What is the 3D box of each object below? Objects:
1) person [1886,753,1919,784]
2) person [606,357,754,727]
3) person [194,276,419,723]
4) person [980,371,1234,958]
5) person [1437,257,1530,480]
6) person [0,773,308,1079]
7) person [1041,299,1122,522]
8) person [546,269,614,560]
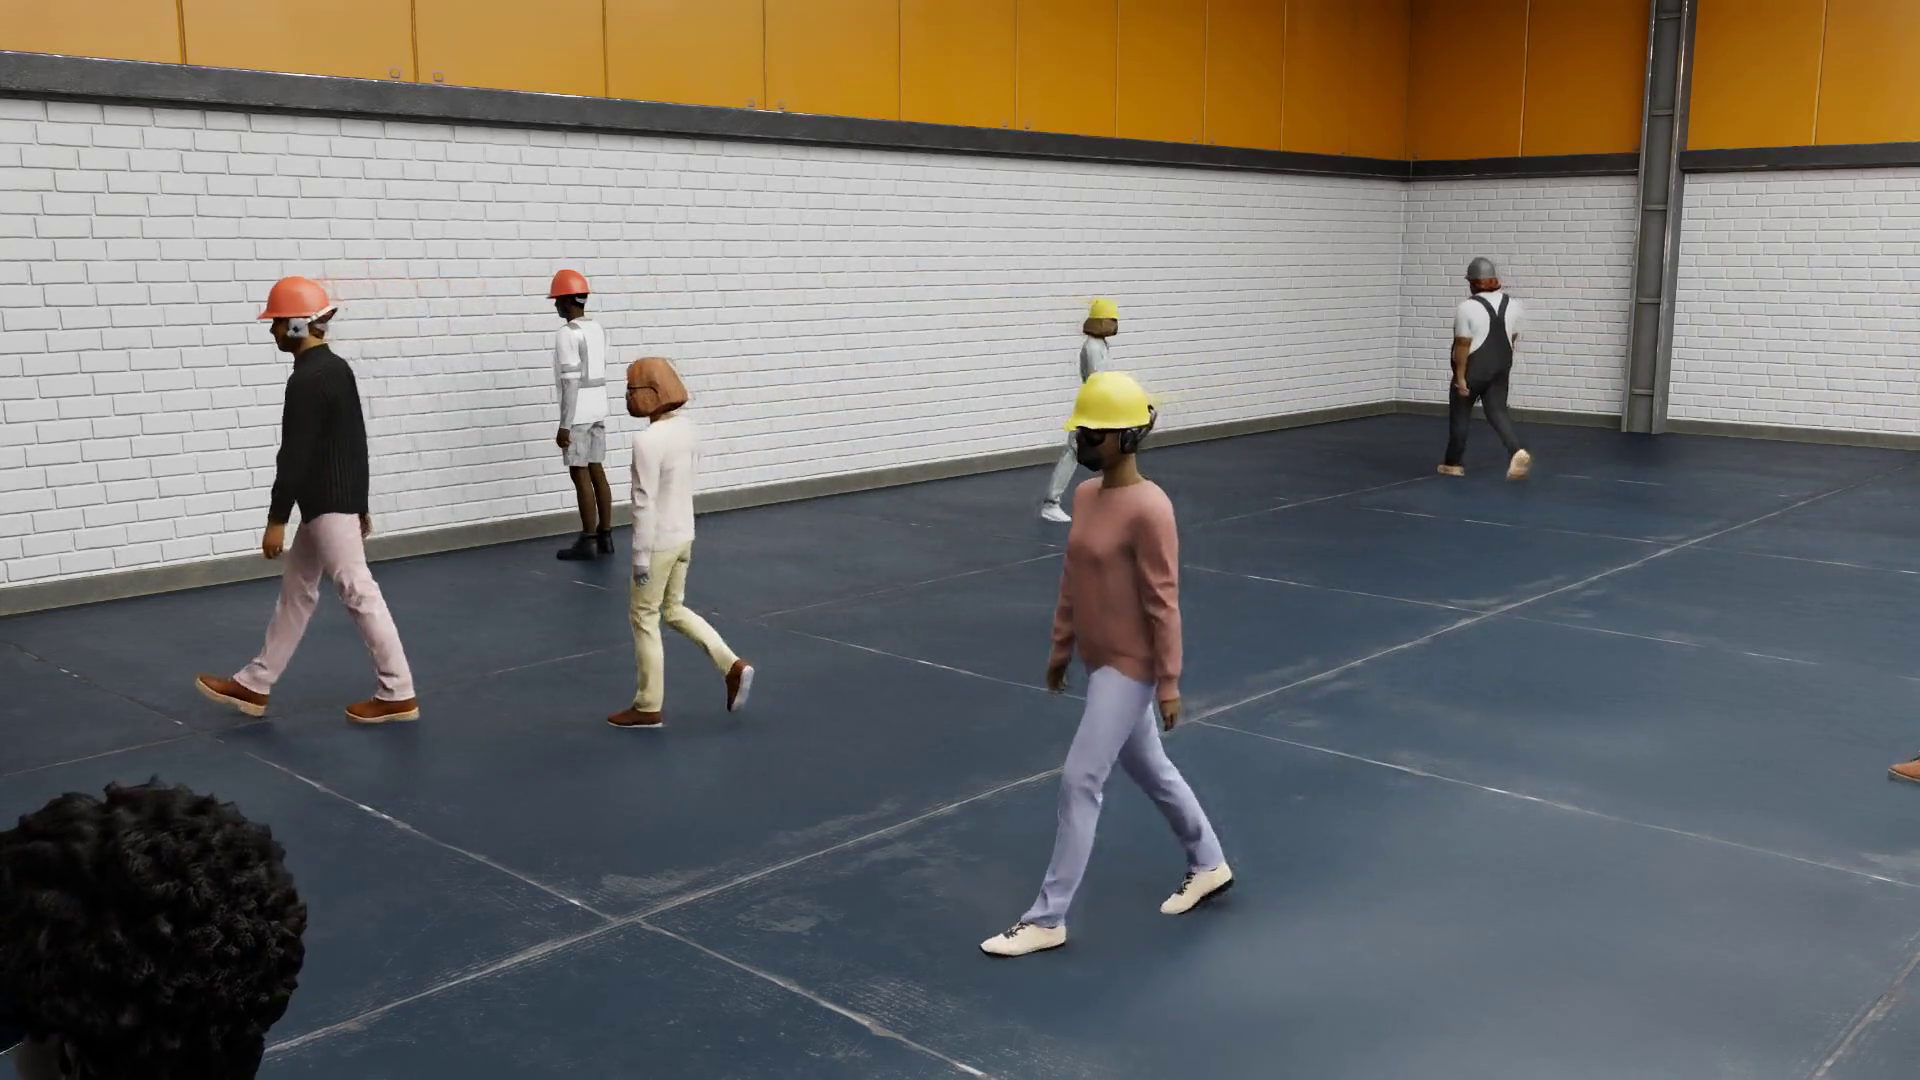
[{"bbox_3d":[4.035,0.018,6.335,0.738,1.919,0.633,0,10,-2],"label":"person"},{"bbox_3d":[-1.233,0.022,7.122,0.581,1.615,0.515,3,10,15],"label":"person"},{"bbox_3d":[-2.855,-0.145,7.164,0.994,1.942,0.651,-2,10,-9],"label":"person"},{"bbox_3d":[0.494,0.352,4.979,0.889,1.725,0.536,-4,11,-20],"label":"person"},{"bbox_3d":[4.747,-1.558,14.953,0.687,2.000,0.903,-3,10,-17],"label":"person"},{"bbox_3d":[-0.563,1.014,1.319,0.321,1.688,0.532,4,11,21],"label":"person"},{"bbox_3d":[1.031,-0.958,12.522,0.919,1.694,0.487,3,10,18],"label":"person"},{"bbox_3d":[-2.556,-0.829,11.103,0.377,1.932,0.552,3,10,14],"label":"person"}]
